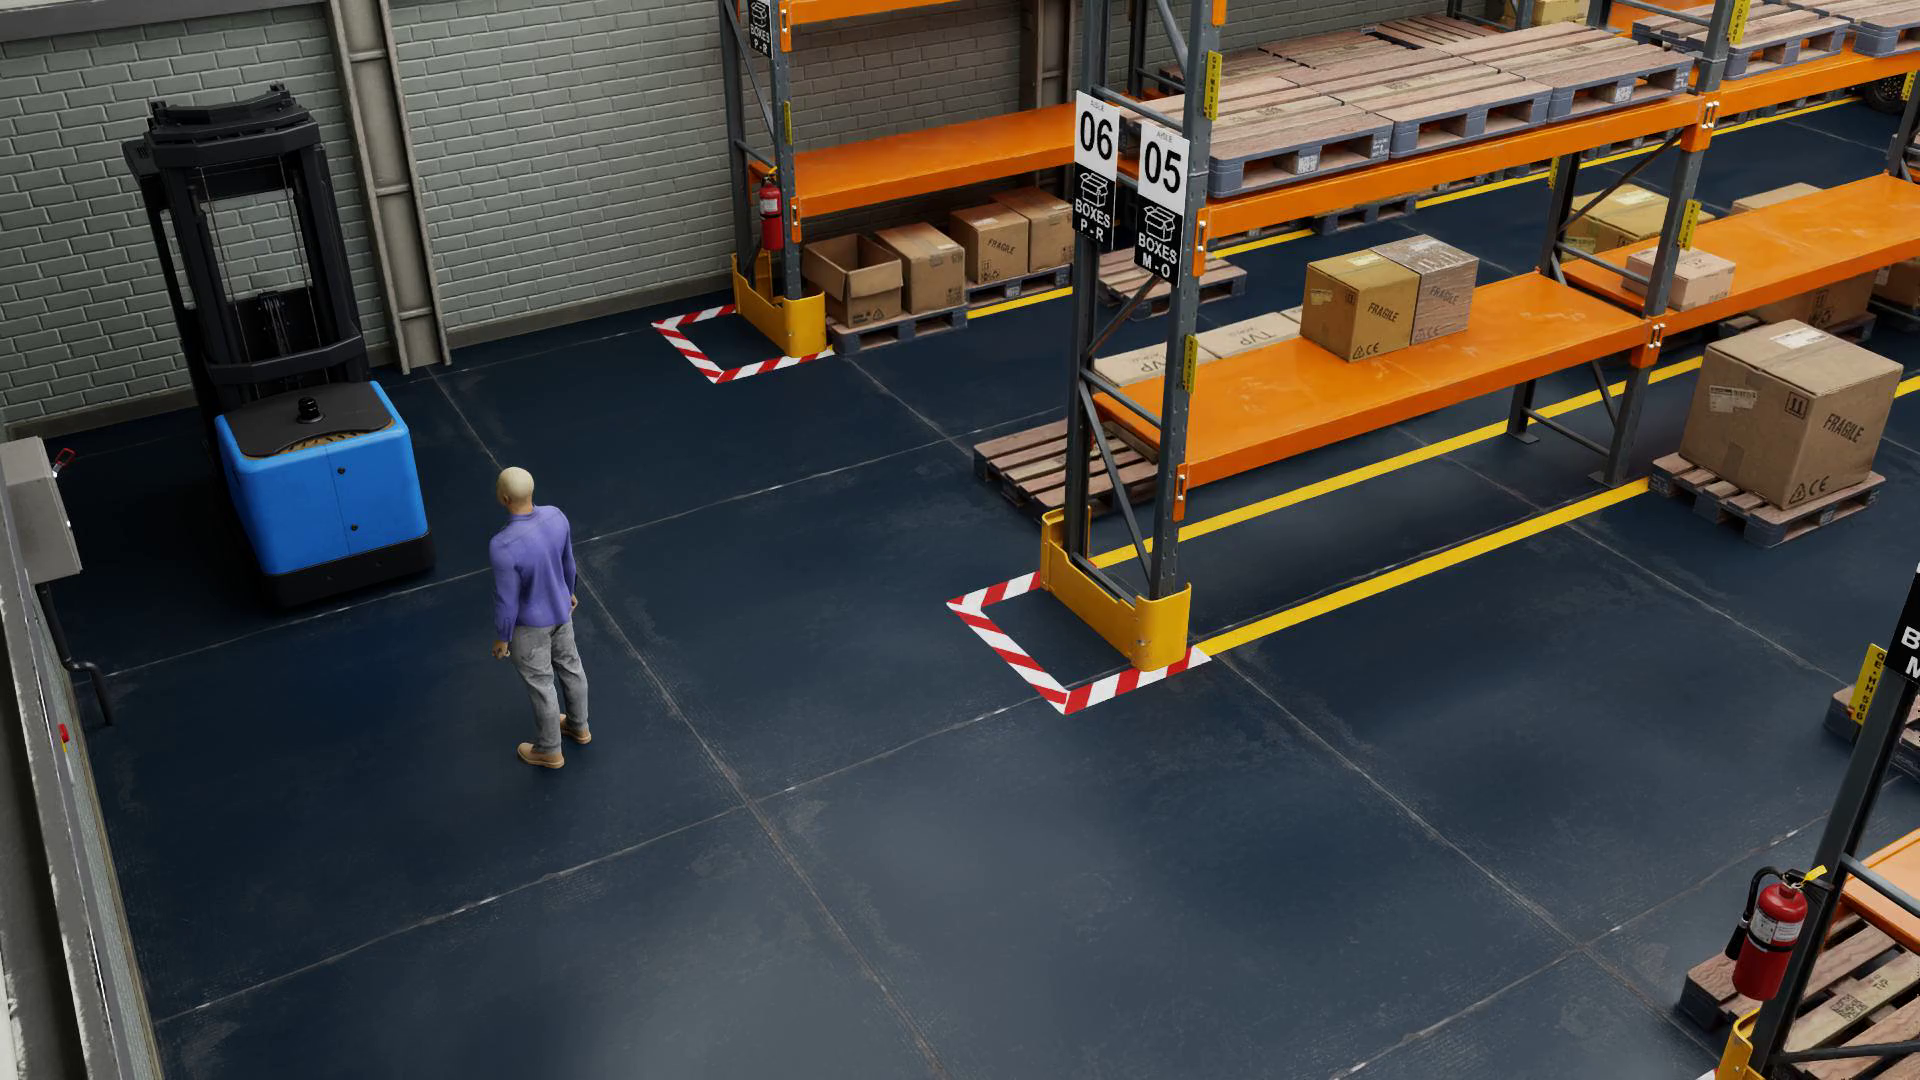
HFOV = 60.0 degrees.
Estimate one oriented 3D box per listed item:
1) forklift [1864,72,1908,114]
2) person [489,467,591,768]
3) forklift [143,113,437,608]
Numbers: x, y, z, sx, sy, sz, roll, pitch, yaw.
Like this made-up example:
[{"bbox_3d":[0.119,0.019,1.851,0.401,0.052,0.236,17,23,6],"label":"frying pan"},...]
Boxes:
[{"bbox_3d":[11.468,-5.645,18.244,1.214,2.155,2.313,-17,36,-26],"label":"forklift"},{"bbox_3d":[-2.221,0.414,8.818,0.395,1.799,0.589,17,35,25],"label":"person"},{"bbox_3d":[-4.289,-1.259,10.509,1.129,2.768,1.873,-17,36,-26],"label":"forklift"}]
